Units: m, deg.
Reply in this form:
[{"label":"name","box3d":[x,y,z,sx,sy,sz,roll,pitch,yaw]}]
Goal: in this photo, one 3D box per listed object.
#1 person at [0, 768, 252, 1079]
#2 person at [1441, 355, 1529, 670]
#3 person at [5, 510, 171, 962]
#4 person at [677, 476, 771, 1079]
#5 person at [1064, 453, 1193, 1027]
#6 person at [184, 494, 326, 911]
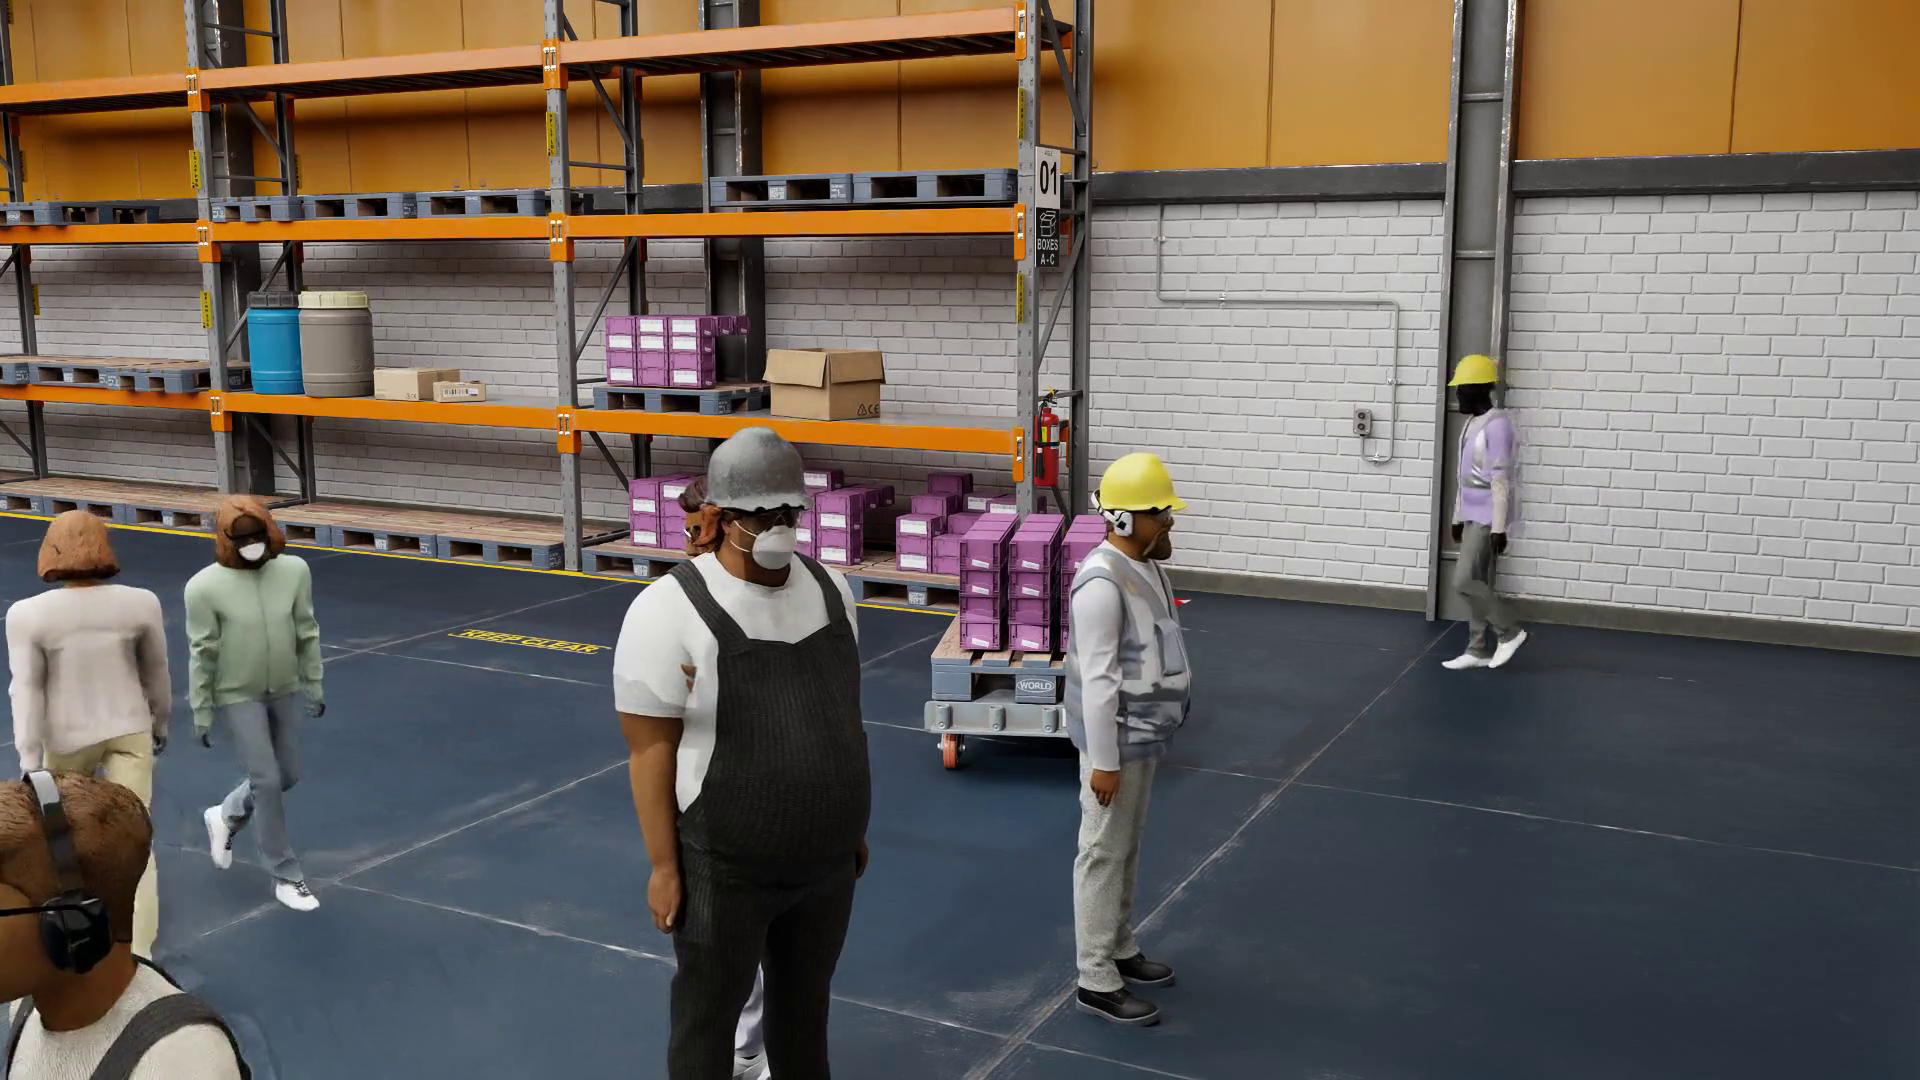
[{"label":"person","box3d":[-1.002,1.154,2.246,0.809,1.822,0.515,-9,13,-44]},{"label":"person","box3d":[3.101,-0.147,9.934,0.443,1.910,0.622,0,9,1]},{"label":"person","box3d":[-3.023,0.686,5.801,0.521,1.584,0.864,-7,12,-38]},{"label":"person","box3d":[-0.620,0.732,4.681,0.328,1.865,0.521,-5,10,-28]},{"label":"person","box3d":[0.549,0.626,5.422,0.404,1.834,0.591,3,10,20]},{"label":"person","box3d":[-2.725,0.598,6.350,0.651,1.599,0.513,6,11,35]}]
